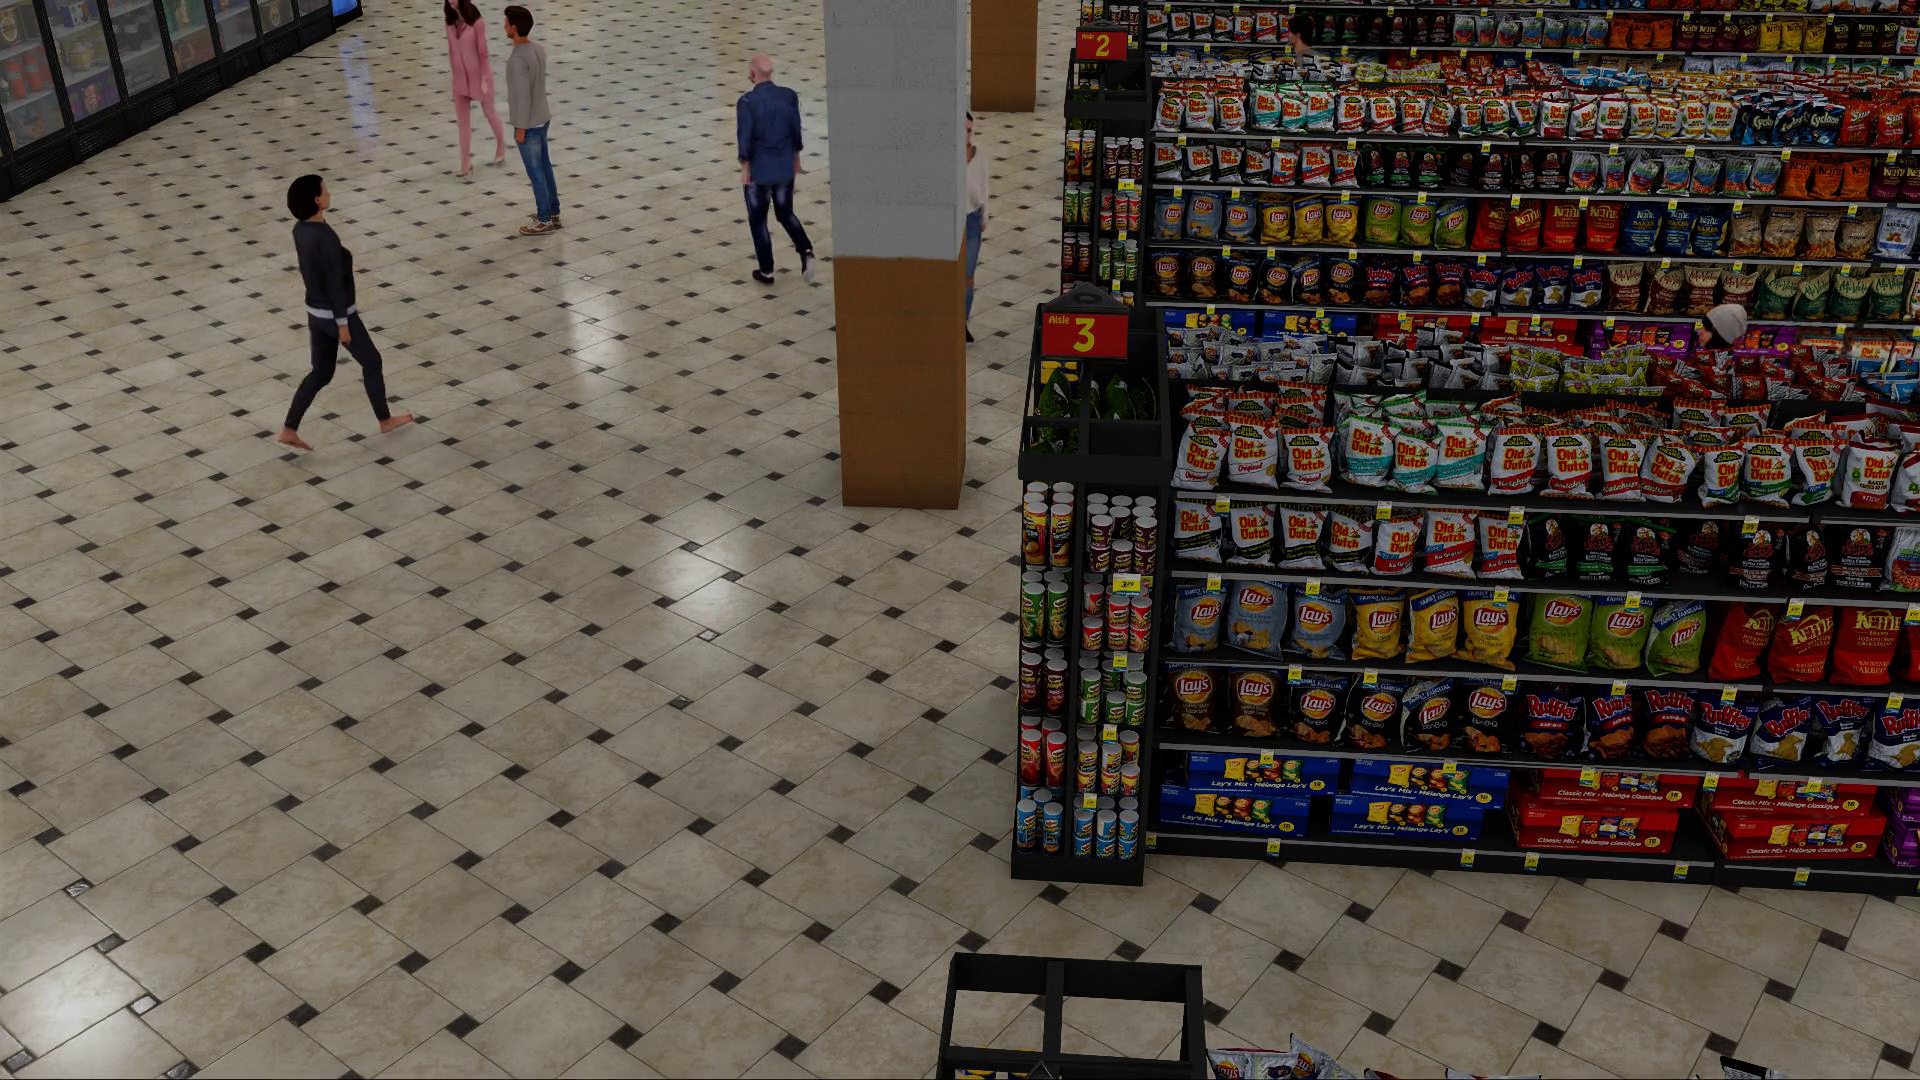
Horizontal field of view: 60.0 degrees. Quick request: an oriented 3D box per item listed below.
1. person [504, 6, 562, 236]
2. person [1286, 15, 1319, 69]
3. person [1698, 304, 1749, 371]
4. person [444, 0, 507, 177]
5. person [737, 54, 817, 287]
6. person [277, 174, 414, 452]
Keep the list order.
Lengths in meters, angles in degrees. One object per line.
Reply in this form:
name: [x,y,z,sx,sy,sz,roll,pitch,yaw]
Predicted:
person: [-3.642,-3.562,14.143,0.563,1.903,0.675,4,29,7]
person: [2.944,-3.487,14.089,0.764,1.824,0.716,7,29,12]
person: [3.959,-0.444,8.731,0.939,1.617,0.589,1,29,1]
person: [-4.556,-4.365,15.774,1.090,1.750,0.804,7,29,13]
person: [-1.430,-2.817,12.873,1.034,1.812,1.087,-21,35,-33]
person: [-3.961,-1.352,10.275,1.143,1.731,1.069,20,34,32]
